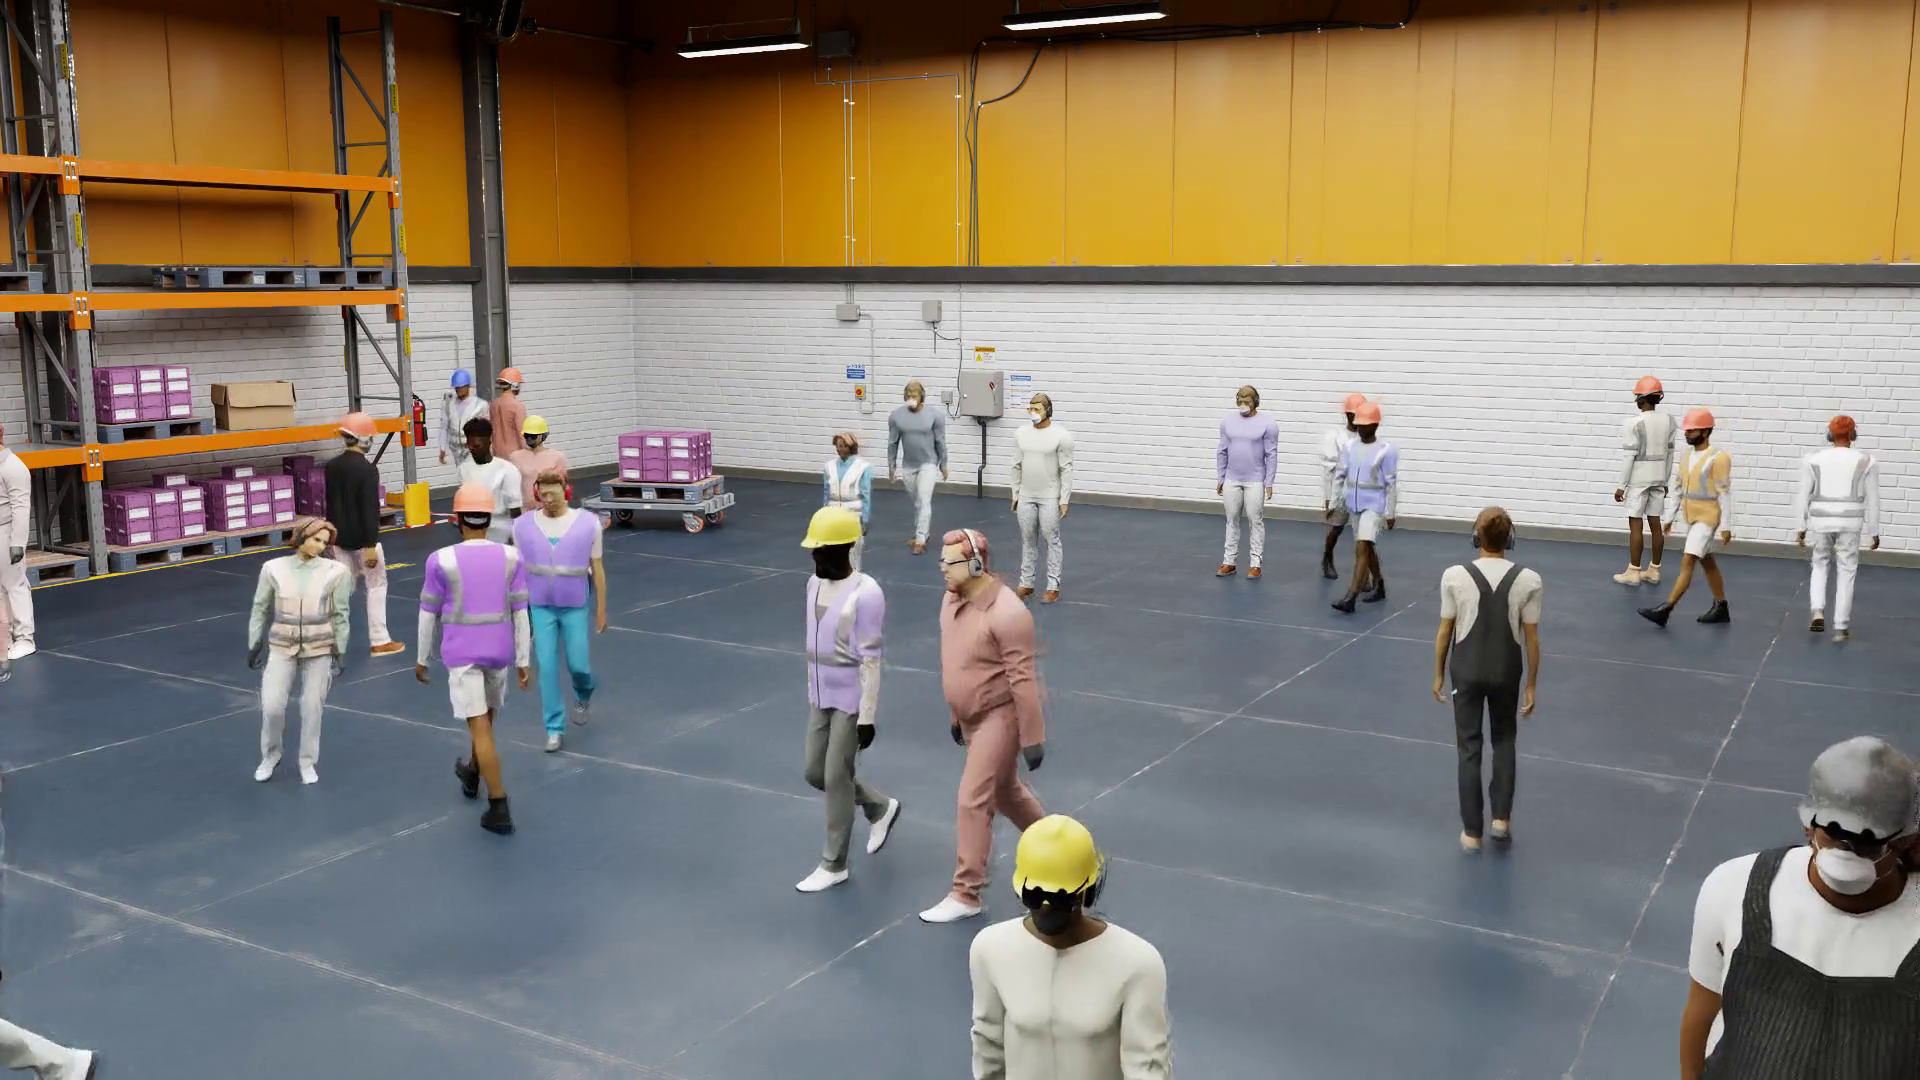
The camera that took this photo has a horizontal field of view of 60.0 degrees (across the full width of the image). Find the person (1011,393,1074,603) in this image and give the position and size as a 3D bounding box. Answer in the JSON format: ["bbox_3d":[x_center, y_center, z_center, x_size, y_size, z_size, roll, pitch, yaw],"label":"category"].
[{"bbox_3d":[0.743,-0.386,15.351,0.627,1.940,0.372,5,11,30],"label":"person"}]

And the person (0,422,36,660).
[{"bbox_3d":[-7.591,-0.010,13.101,0.638,1.910,0.407,5,11,30],"label":"person"}]

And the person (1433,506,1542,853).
[{"bbox_3d":[2.763,0.726,8.770,0.507,1.831,0.490,2,9,10],"label":"person"}]

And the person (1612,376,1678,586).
[{"bbox_3d":[6.653,-0.576,16.203,0.605,2.045,0.377,-3,10,-19],"label":"person"}]

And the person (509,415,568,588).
[{"bbox_3d":[-3.816,-0.256,15.081,0.526,1.765,0.329,-1,9,-7],"label":"person"}]

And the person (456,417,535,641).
[{"bbox_3d":[-3.721,-0.047,13.347,0.618,1.920,1.022,3,10,18],"label":"person"}]

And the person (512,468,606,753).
[{"bbox_3d":[-2.560,0.419,10.706,0.578,1.820,0.594,0,9,-3],"label":"person"}]

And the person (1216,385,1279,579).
[{"bbox_3d":[2.844,-0.579,16.563,0.627,1.938,0.372,5,11,30],"label":"person"}]

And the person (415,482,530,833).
[{"bbox_3d":[-2.708,0.619,9.248,0.567,1.871,1.016,-7,11,-36],"label":"person"}]

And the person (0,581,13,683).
[{"bbox_3d":[-5.665,0.631,9.271,0.648,1.863,0.937,-4,10,-24],"label":"person"}]

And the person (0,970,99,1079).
[{"bbox_3d":[-3.279,1.224,5.429,0.594,1.904,0.817,7,11,36],"label":"person"}]

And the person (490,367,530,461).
[{"bbox_3d":[-5.028,-0.948,18.704,0.618,1.986,0.402,8,12,42],"label":"person"}]

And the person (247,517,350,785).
[{"bbox_3d":[-3.897,0.665,9.839,0.598,1.605,0.342,-3,9,-16],"label":"person"}]

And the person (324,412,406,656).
[{"bbox_3d":[-4.771,-0.010,12.934,0.612,1.965,0.848,6,11,33],"label":"person"}]

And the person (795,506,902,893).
[{"bbox_3d":[-0.555,0.767,8.247,0.626,1.908,0.592,-7,12,-38],"label":"person"}]

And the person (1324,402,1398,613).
[{"bbox_3d":[3.660,-0.308,15.058,1.013,1.885,0.562,-8,12,-41],"label":"person"}]

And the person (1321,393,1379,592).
[{"bbox_3d":[3.772,-0.492,16.173,0.558,1.900,0.971,-1,9,-6],"label":"person"}]

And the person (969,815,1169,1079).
[{"bbox_3d":[0.273,1.506,4.244,0.524,1.710,0.919,2,9,13],"label":"person"}]

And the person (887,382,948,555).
[{"bbox_3d":[-0.459,-0.808,18.248,0.651,1.882,0.868,3,10,17],"label":"person"}]

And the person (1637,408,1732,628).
[{"bbox_3d":[6.265,-0.187,14.262,0.997,1.880,0.570,-2,9,-10],"label":"person"}]

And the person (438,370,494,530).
[{"bbox_3d":[-5.829,-1.046,19.590,0.596,1.893,0.988,2,9,13],"label":"person"}]

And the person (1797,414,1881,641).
[{"bbox_3d":[7.292,-0.107,13.806,0.613,1.869,0.410,7,11,37],"label":"person"}]

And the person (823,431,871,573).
[{"bbox_3d":[-1.008,-0.181,15.051,0.517,1.626,0.395,5,10,28],"label":"person"}]

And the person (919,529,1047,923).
[{"bbox_3d":[0.209,0.846,7.939,0.892,1.863,0.658,-4,10,-26],"label":"person"}]
